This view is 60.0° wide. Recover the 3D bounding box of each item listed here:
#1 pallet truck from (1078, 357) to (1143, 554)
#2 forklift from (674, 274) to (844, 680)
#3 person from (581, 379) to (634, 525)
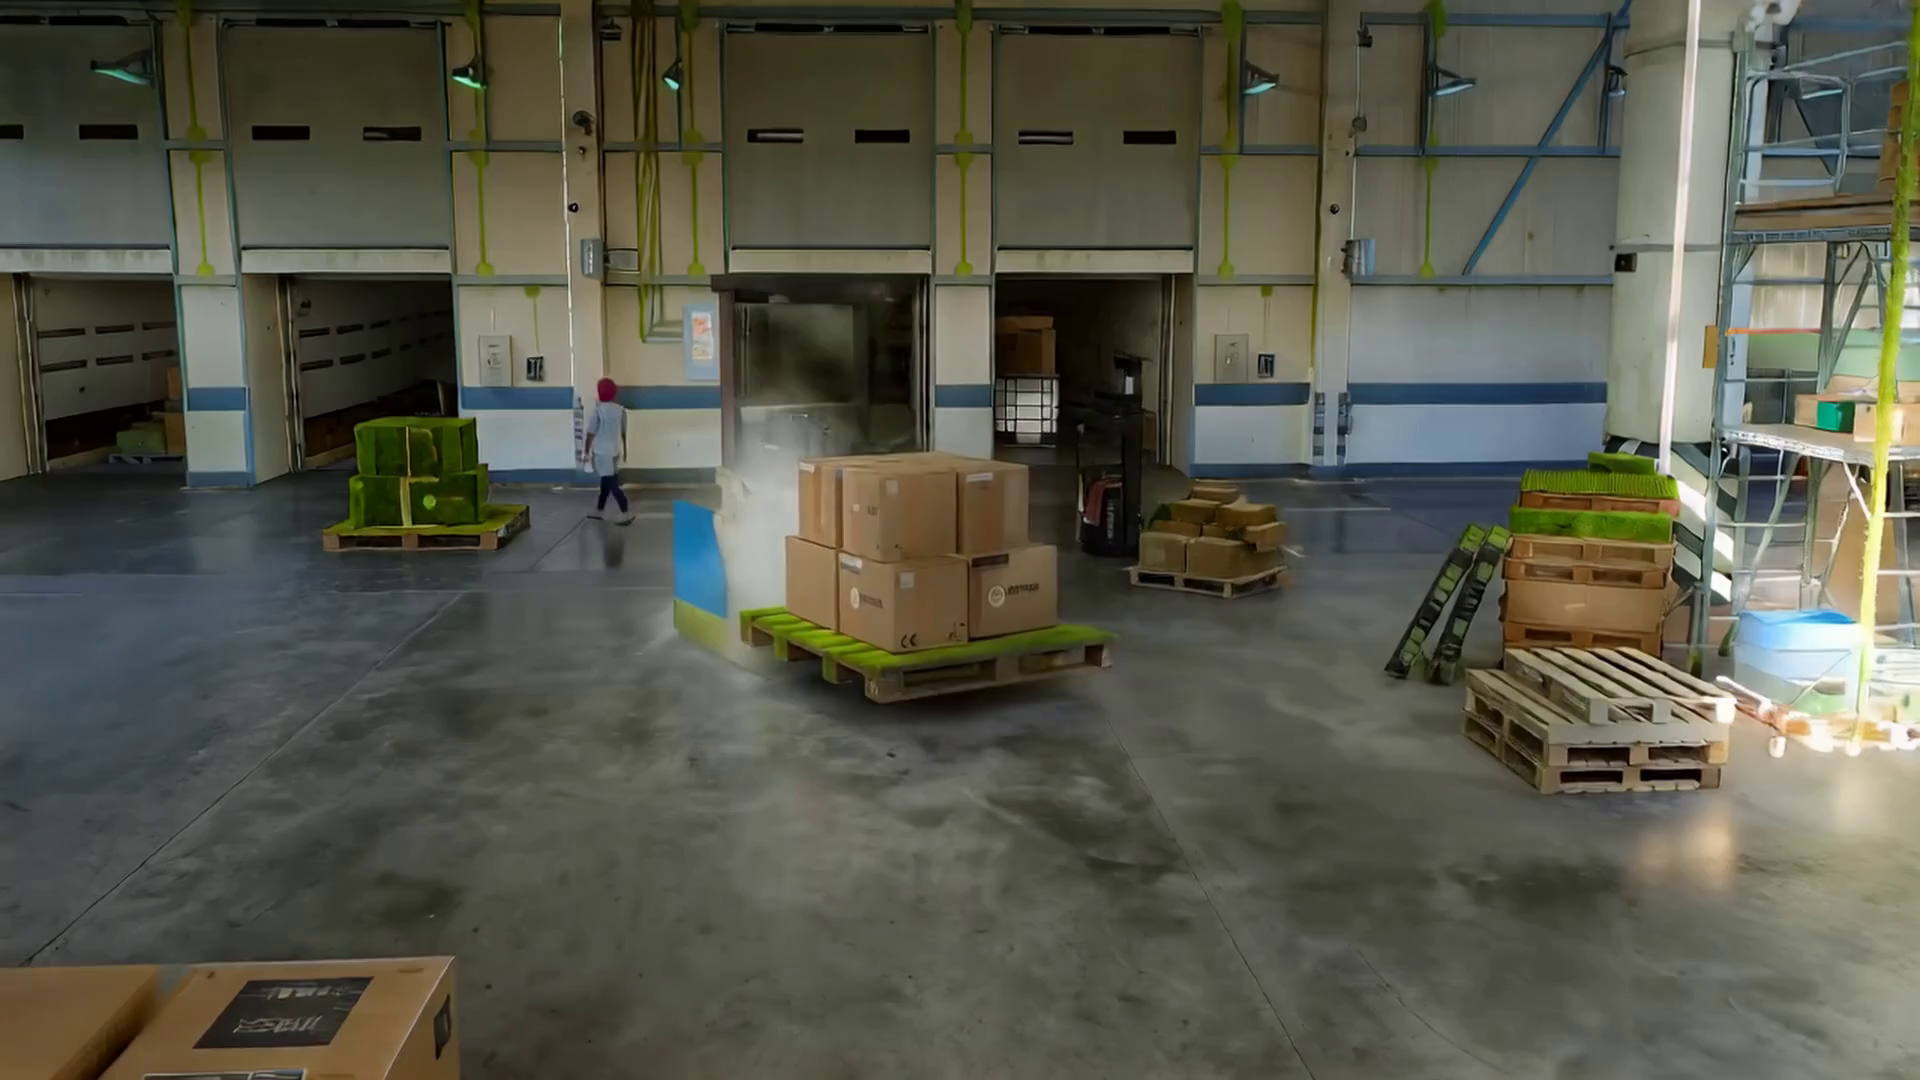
[{"bbox_3d":[2.088,-0.836,16.757,1.885,1.965,0.823,2,9,13],"label":"pallet truck"},{"bbox_3d":[-1.327,-0.565,12.298,1.129,2.768,1.873,-6,11,-31],"label":"forklift"},{"bbox_3d":[-3.985,-1.005,18.882,0.864,1.655,0.528,5,11,31],"label":"person"}]
